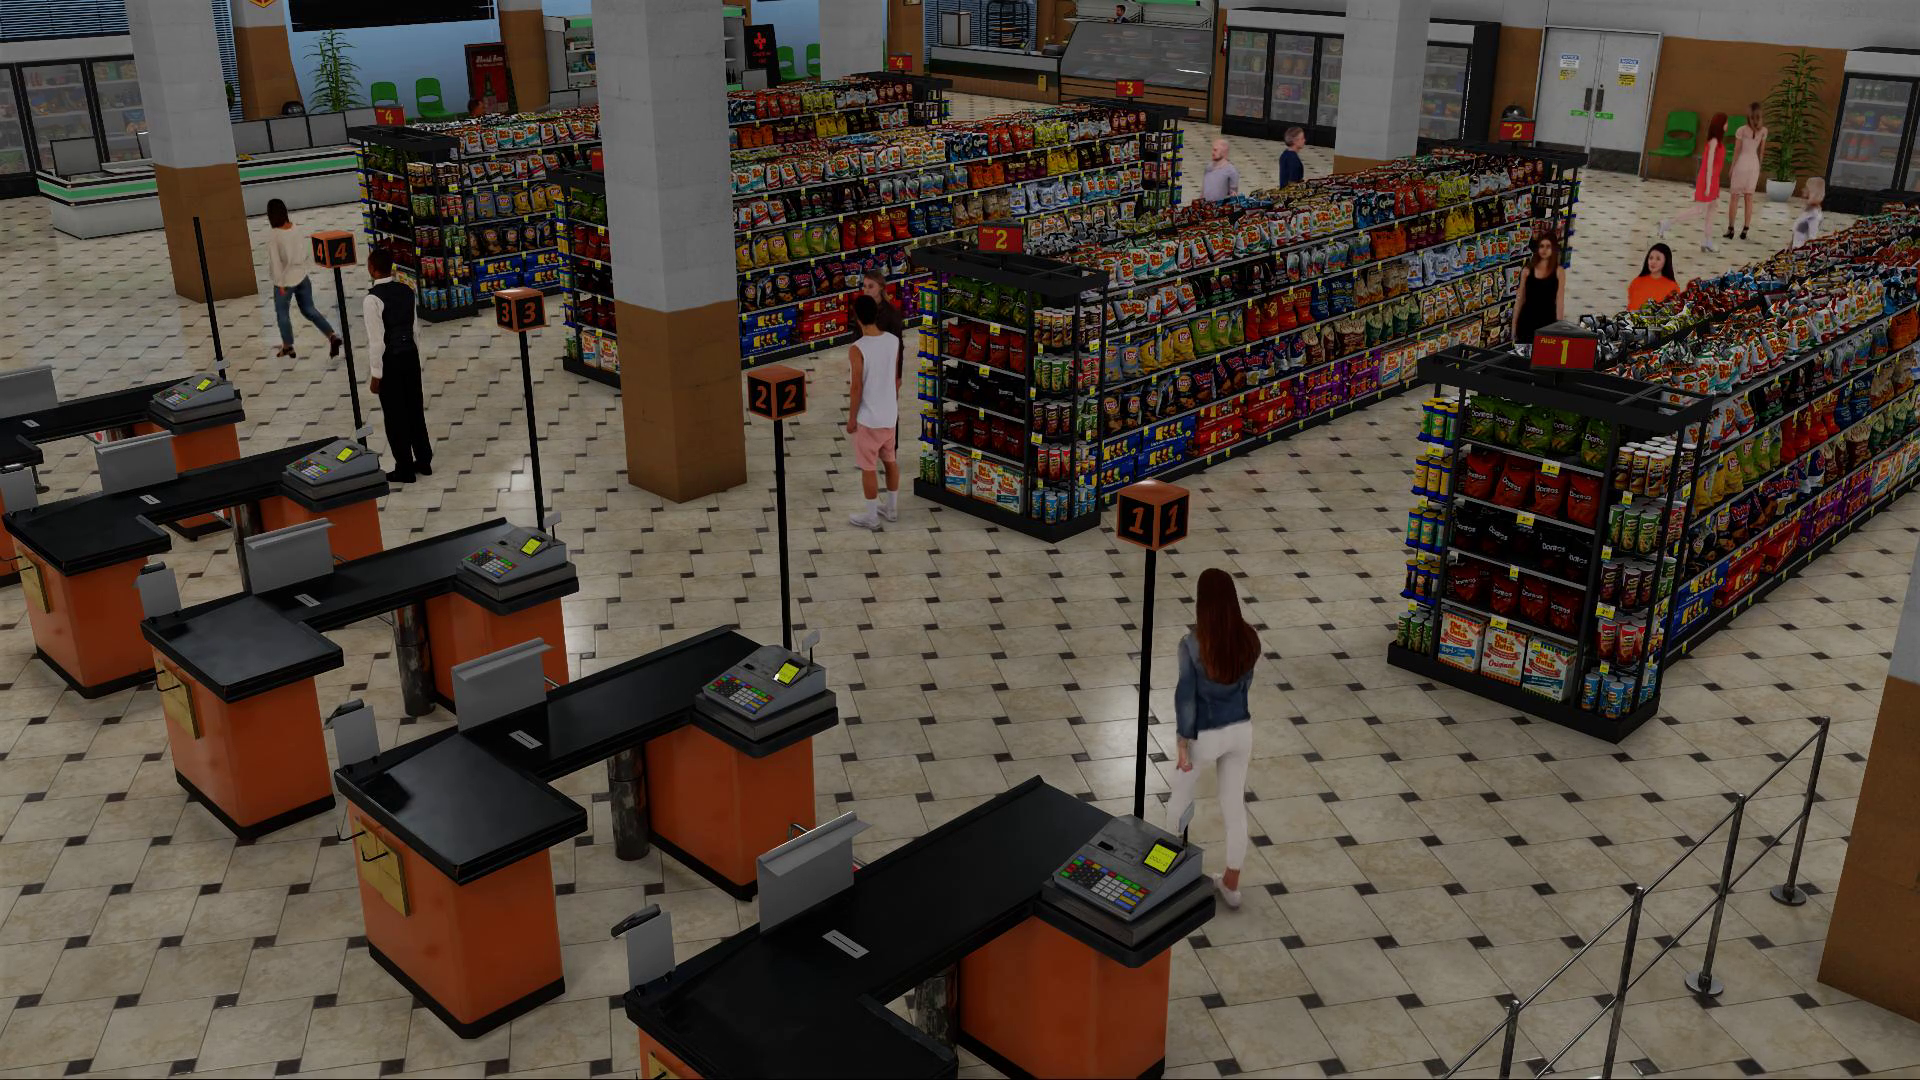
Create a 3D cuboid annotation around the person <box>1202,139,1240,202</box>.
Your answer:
[{"bbox_3d":[3.032,-3.802,19.583,0.621,1.838,0.692,-16,27,-35],"label":"person"}]

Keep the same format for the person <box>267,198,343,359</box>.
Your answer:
[{"bbox_3d":[-6.710,-2.614,16.877,0.883,1.651,1.046,11,24,25],"label":"person"}]

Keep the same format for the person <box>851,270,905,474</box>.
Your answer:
[{"bbox_3d":[-0.676,-1.405,13.799,0.668,1.703,0.628,9,24,22],"label":"person"}]

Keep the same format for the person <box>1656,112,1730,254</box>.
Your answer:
[{"bbox_3d":[9.679,-4.660,21.765,0.880,1.804,1.069,11,24,25],"label":"person"}]

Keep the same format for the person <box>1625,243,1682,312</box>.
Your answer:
[{"bbox_3d":[6.056,-1.747,14.603,0.831,1.739,0.650,-18,28,-37],"label":"person"}]

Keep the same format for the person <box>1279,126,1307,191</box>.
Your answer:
[{"bbox_3d":[4.004,-4.079,20.229,0.784,1.871,0.720,0,22,1],"label":"person"}]

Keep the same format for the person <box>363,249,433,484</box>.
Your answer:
[{"bbox_3d":[-4.594,-1.421,13.549,0.826,1.919,0.646,10,24,24],"label":"person"}]

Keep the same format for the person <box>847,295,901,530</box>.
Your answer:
[{"bbox_3d":[-0.645,-0.964,12.591,0.496,1.785,0.683,-19,29,-40],"label":"person"}]

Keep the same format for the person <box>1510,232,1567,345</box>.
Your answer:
[{"bbox_3d":[5.286,-1.951,15.132,0.643,1.722,0.675,14,26,31],"label":"person"}]

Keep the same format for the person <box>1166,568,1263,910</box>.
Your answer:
[{"bbox_3d":[1.264,0.985,7.891,0.977,1.674,0.939,-6,23,-15],"label":"person"}]

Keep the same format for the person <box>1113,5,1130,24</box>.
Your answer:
[{"bbox_3d":[3.710,-11.414,38.492,0.625,1.866,0.551,20,30,41],"label":"person"}]

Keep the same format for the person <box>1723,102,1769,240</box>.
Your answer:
[{"bbox_3d":[10.688,-5.021,22.629,0.651,1.829,0.699,1,22,3],"label":"person"}]
